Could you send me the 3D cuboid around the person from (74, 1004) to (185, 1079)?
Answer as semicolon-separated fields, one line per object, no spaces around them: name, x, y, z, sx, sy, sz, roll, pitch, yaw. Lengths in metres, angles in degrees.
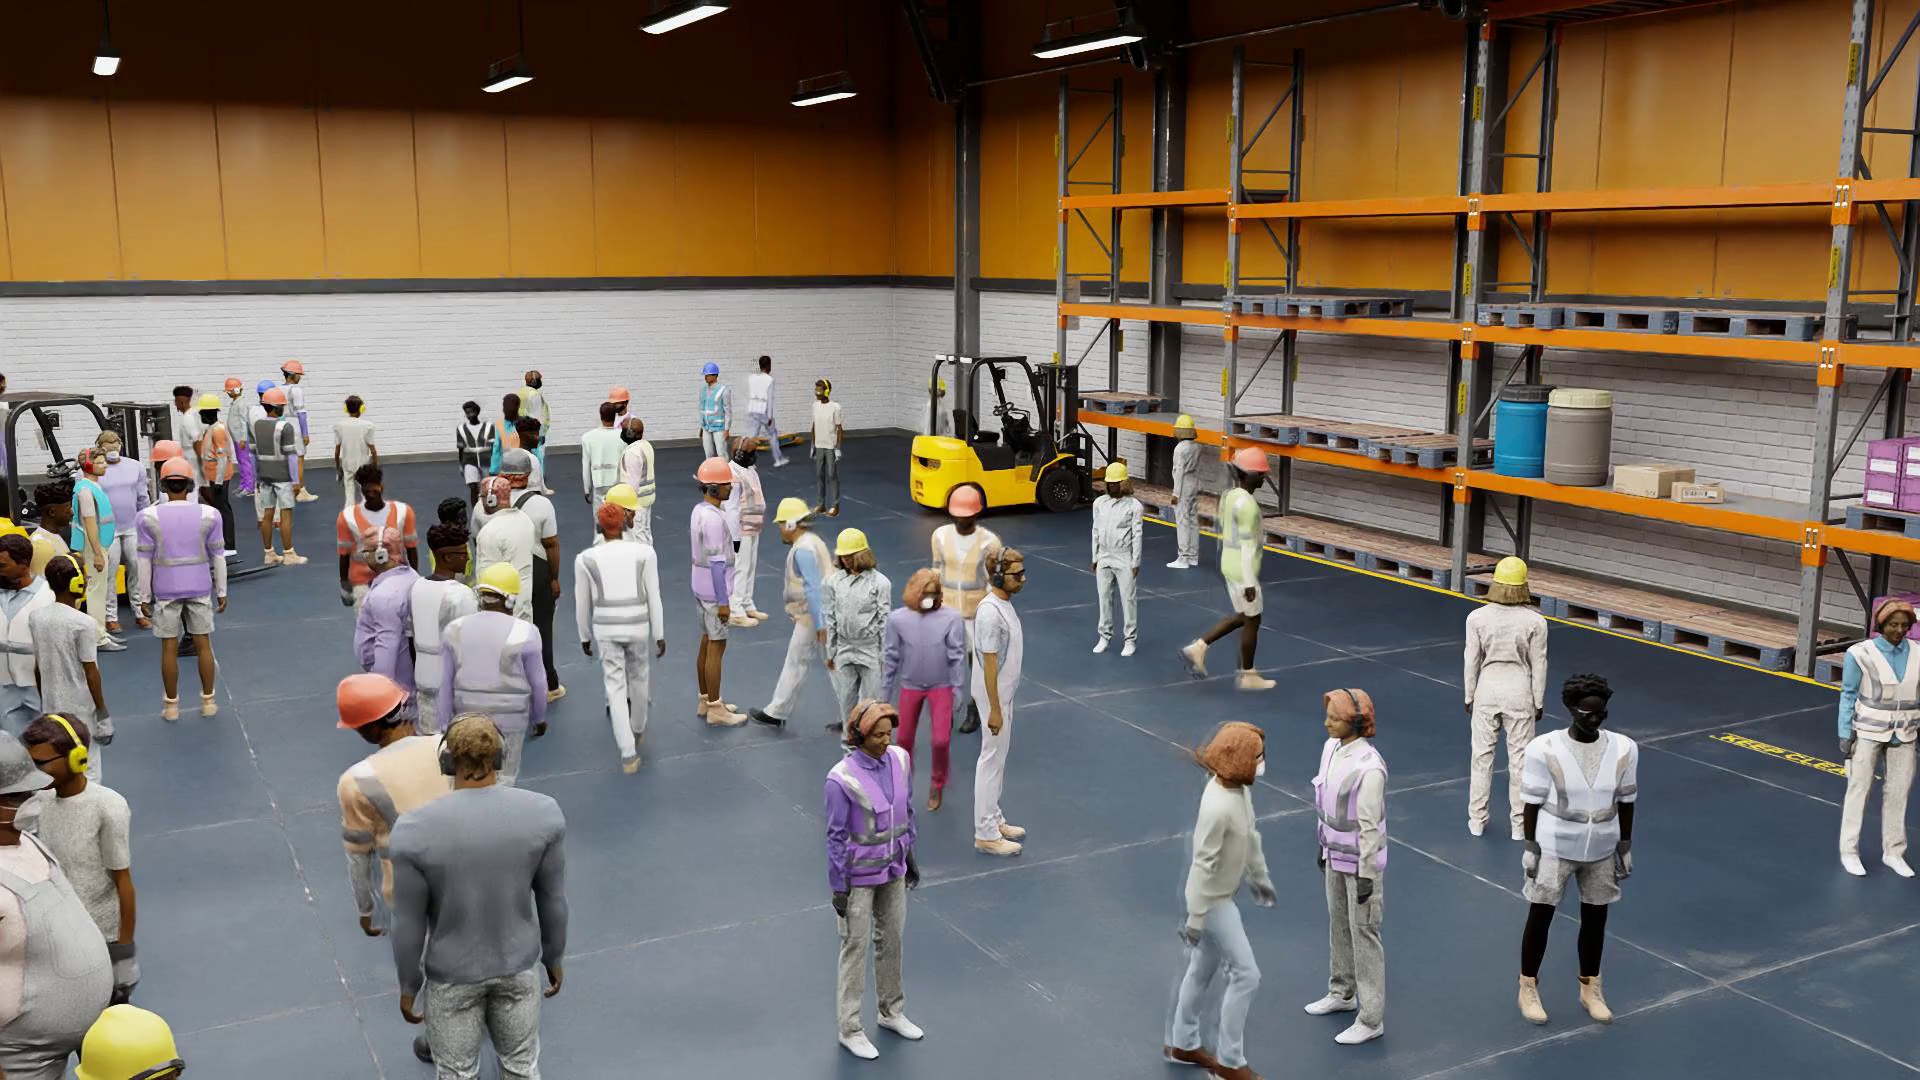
person;-2.001;2.000;4.137;0.319;1.767;0.534;4;11;22

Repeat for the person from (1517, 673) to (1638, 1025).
person;2.843;1.423;7.694;0.537;1.688;0.322;0;10;-1

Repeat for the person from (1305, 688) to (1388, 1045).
person;1.783;1.469;7.597;0.318;1.630;0.513;-2;10;-12

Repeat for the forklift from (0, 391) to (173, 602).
forklift;-9.026;-0.363;16.508;1.214;2.155;2.313;6;11;29

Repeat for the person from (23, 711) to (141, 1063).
person;-3.366;1.562;6.410;0.523;1.858;0.337;5;11;26

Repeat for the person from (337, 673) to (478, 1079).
person;-2.270;1.450;6.986;0.632;1.872;0.776;-9;13;-42

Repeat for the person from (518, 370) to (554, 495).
person;-6.265;-1.582;24.543;0.429;1.844;0.626;-7;12;-37

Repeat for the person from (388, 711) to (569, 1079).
person;-1.748;1.578;6.113;0.634;1.930;0.384;-5;11;-28

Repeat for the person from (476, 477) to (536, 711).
person;-3.465;0.462;12.631;0.397;1.900;0.649;2;10;13

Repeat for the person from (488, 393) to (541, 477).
person;-5.387;-0.872;20.390;0.585;1.876;1.037;7;12;35

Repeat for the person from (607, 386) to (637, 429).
person;-4.179;-0.942;20.626;0.386;1.929;0.550;-8;13;-39

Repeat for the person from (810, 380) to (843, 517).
person;-1.820;-1.245;22.540;0.516;1.865;0.325;7;12;34

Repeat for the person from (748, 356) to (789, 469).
person;-3.252;-2.109;27.524;0.592;1.866;0.991;6;12;32

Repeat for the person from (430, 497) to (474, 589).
person;-3.975;0.499;13.023;0.322;1.686;0.536;0;10;2

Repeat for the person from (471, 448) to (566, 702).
person;-3.488;0.278;13.262;0.673;2.000;0.536;1;10;6

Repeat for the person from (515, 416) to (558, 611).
person;-4.299;-0.252;16.537;0.374;1.962;0.608;-8;13;-38

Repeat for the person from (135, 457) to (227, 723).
person;-5.942;0.379;12.725;0.612;2.030;0.404;-6;11;-31

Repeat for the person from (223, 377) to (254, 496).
person;-10.601;-1.516;24.430;0.341;1.746;0.567;-7;12;-34

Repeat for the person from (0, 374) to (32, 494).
person;-14.024;-1.541;24.382;0.864;1.815;0.626;1;10;6

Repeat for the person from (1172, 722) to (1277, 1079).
person;1.178;1.558;7.136;0.601;1.609;0.527;3;10;17

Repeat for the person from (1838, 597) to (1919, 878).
person;5.293;1.129;9.553;0.525;1.631;0.317;0;10;0

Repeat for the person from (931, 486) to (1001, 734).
person;0.034;0.528;12.233;0.548;1.898;0.627;3;10;15

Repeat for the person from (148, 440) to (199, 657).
person;-6.945;0.074;14.766;0.388;1.930;0.544;0;10;-3

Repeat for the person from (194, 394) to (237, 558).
person;-8.736;-0.756;19.537;0.361;1.930;0.585;-6;12;-31

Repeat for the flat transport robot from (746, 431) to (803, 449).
flat transport robot;-3.508;-1.837;30.524;0.652;0.197;1.431;4;11;23

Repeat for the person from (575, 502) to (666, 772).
person;-2.398;0.642;11.734;0.596;1.840;0.973;-3;10;-15

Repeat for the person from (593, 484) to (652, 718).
person;-2.611;0.469;12.819;0.403;1.817;0.601;0;10;3

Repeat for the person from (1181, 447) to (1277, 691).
person;2.233;0.248;13.515;0.677;2.024;0.606;-1;10;-5

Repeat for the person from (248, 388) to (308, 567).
person;-7.779;-0.714;18.965;0.610;2.042;0.396;4;10;19

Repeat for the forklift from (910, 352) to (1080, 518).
forklift;0.460;-1.461;22.833;2.313;2.155;1.214;-5;11;-28

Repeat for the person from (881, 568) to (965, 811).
person;-0.233;0.955;10.581;0.553;1.610;0.412;1;10;4

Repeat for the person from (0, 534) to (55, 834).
person;-5.619;0.896;10.069;0.588;1.915;0.398;1;10;5

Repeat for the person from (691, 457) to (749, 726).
person;-1.843;0.388;12.623;0.375;2.044;0.605;-4;10;-20

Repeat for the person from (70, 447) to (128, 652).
person;-7.763;0.085;14.931;0.390;1.846;0.565;-5;11;-26

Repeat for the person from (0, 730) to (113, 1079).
person;-3.117;1.617;5.556;0.536;2.000;0.676;-3;10;-16

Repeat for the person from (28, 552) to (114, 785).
person;-5.140;0.998;9.647;0.515;1.861;0.321;4;11;24

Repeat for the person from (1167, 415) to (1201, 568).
person;2.542;-0.553;18.900;0.306;1.743;0.494;7;12;36

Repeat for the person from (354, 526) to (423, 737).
person;-3.540;0.853;10.342;0.411;1.908;0.643;-1;10;-5

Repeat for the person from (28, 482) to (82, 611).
person;-6.465;0.557;11.905;0.380;1.958;0.604;-4;11;-21

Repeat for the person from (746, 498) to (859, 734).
person;-1.156;0.571;12.375;0.937;1.760;0.601;2;10;9

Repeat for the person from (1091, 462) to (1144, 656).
person;1.385;0.169;14.777;0.482;1.734;0.332;6;12;32

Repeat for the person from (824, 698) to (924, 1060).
person;-0.397;1.496;7.431;0.319;1.631;0.524;8;13;39

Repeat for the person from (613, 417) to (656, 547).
person;-3.457;-0.386;17.658;0.429;1.845;0.621;1;10;4

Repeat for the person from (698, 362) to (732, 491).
person;-3.664;-1.675;24.773;0.609;1.946;0.405;7;12;35

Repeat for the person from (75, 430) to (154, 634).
person;-7.936;-0.079;15.657;0.383;1.929;0.635;9;13;43

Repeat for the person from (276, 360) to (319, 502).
person;-9.534;-1.558;23.853;0.605;2.033;0.392;7;12;33

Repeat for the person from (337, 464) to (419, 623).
person;-4.704;0.318;13.456;0.618;1.914;0.713;-5;11;-29

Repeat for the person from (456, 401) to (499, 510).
person;-6.301;-1.004;21.753;0.532;1.653;0.848;-3;10;-16

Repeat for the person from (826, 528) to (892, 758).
person;-0.699;0.771;11.316;0.490;1.732;0.327;4;11;24

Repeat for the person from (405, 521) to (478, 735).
person;-3.113;0.859;10.136;0.608;1.963;0.372;7;12;35

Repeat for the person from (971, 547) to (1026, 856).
person;0.234;0.951;9.951;0.326;1.843;0.515;2;10;9

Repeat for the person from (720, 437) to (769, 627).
person;-2.074;-0.083;15.964;0.429;1.831;0.635;2;10;9

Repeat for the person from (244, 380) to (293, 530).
person;-8.905;-1.092;21.447;0.607;1.940;0.417;4;10;19

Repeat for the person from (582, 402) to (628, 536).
person;-3.919;-0.589;18.636;0.589;1.911;0.390;-2;10;-12

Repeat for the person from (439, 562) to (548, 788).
person;-2.675;1.023;9.677;0.595;1.797;0.656;2;10;13

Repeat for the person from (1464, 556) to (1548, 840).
person;3.331;0.962;10.179;0.484;1.745;0.297;5;11;24

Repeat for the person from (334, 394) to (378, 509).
person;-7.311;-0.831;20.172;0.523;1.862;0.343;-1;10;-6

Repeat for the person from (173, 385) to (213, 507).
person;-9.535;-0.982;20.838;0.576;1.922;0.618;-2;10;-10
